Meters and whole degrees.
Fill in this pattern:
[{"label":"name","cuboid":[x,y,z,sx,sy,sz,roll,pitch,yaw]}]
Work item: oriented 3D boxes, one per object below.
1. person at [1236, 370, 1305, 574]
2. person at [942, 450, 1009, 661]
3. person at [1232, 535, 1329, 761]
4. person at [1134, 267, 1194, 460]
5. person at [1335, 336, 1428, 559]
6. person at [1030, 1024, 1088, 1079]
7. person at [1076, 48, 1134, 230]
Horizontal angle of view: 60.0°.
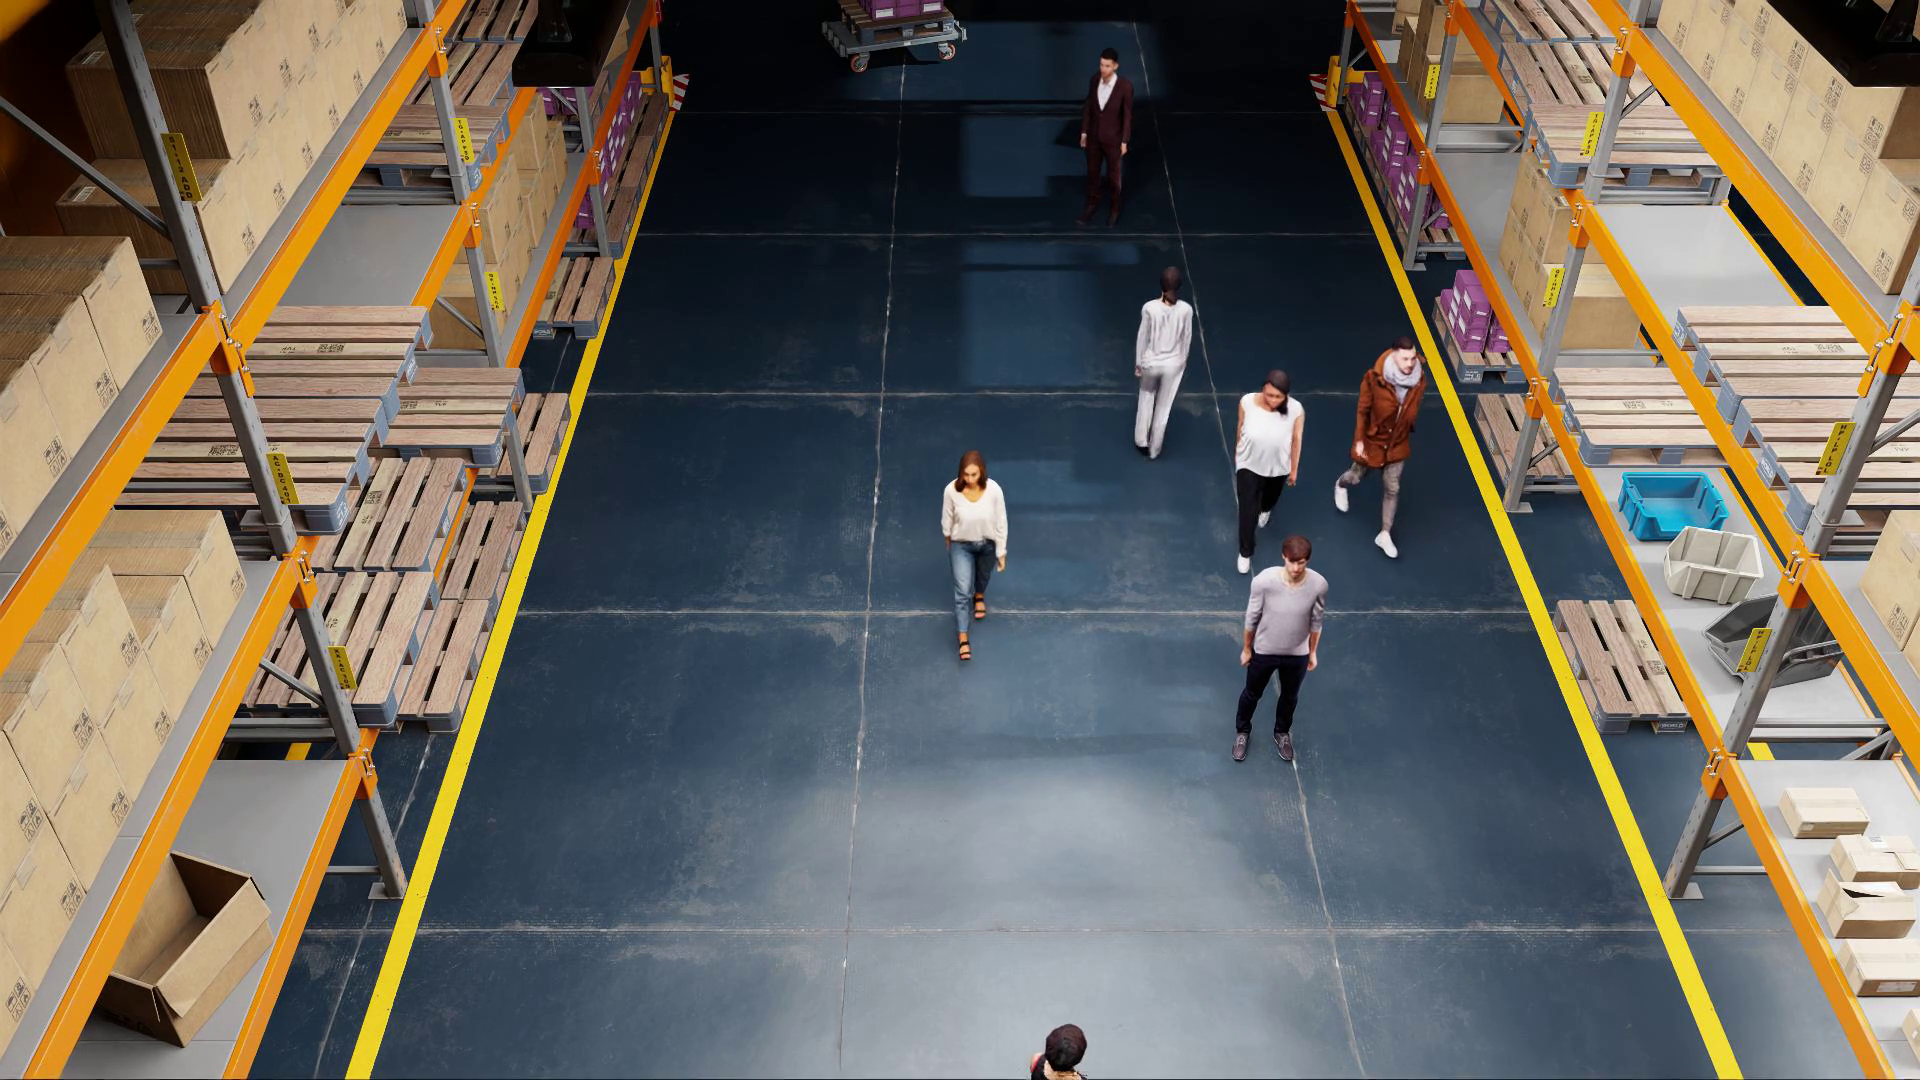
[{"label":"person","cuboid":[2.367,-0.626,12.812,0.830,1.657,1.158,8,39,9]},{"label":"person","cuboid":[0.123,-0.027,12.071,0.623,1.646,1.010,-1,39,-1]},{"label":"person","cuboid":[2.115,0.704,10.997,0.657,1.843,0.528,1,39,1]},{"label":"person","cuboid":[1.663,-1.395,13.691,0.640,1.761,0.651,4,39,5]},{"label":"person","cuboid":[3.235,-0.809,12.923,0.788,1.804,1.162,-4,39,-5]},{"label":"person","cuboid":[0.435,3.009,8.375,0.905,1.514,1.067,23,44,26]},{"label":"person","cuboid":[1.498,-4.147,17.054,0.798,1.865,0.816,22,43,25]}]
